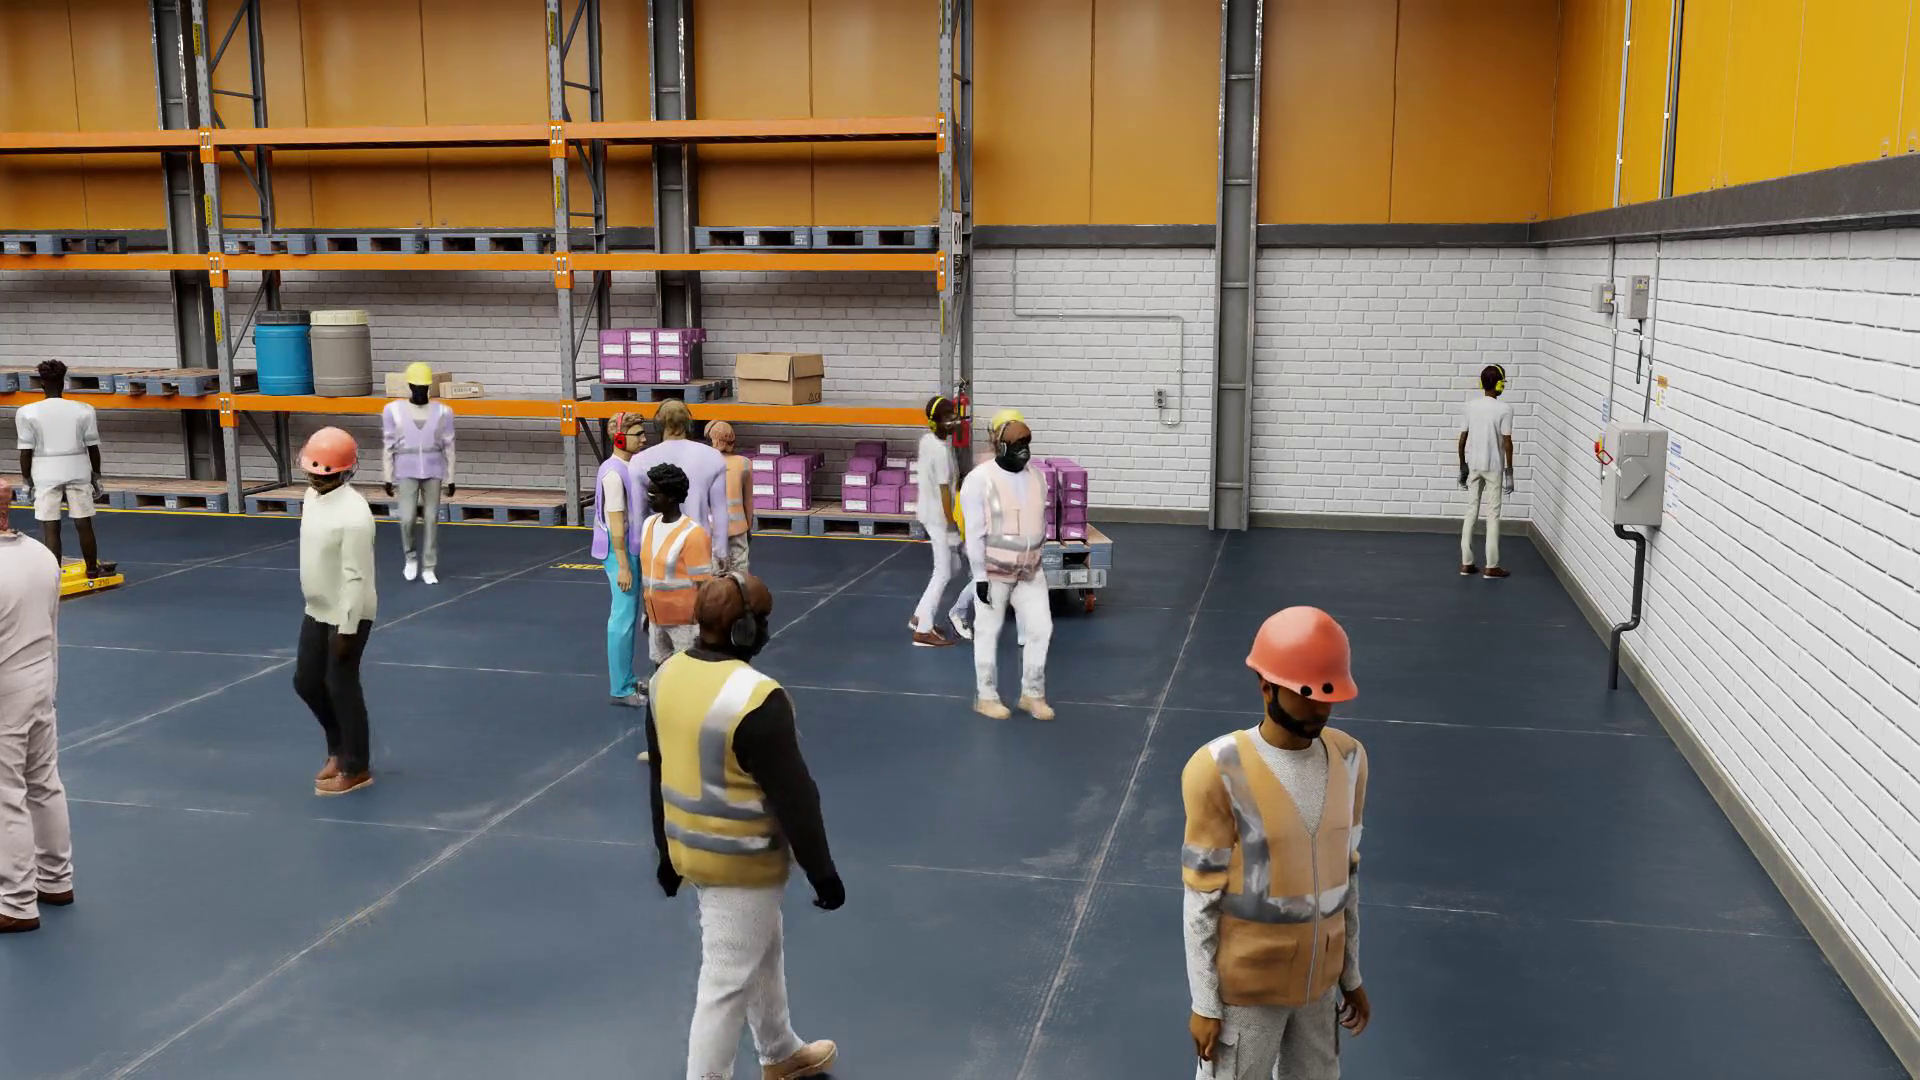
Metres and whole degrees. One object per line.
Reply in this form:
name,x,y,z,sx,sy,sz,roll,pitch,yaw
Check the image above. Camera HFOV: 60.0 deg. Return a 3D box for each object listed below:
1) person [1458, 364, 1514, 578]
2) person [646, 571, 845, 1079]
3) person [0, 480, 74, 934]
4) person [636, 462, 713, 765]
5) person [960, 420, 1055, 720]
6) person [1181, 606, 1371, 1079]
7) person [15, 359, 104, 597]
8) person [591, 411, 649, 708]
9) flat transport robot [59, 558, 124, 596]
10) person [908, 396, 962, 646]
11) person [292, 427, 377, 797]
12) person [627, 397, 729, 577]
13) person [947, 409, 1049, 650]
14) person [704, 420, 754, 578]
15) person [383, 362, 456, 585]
person,4.615,-0.599,14.577,0.309,1.863,0.534,-9,13,-42
person,-0.598,0.993,5.290,0.790,1.818,0.634,-7,12,-36
person,-3.998,0.678,6.902,0.400,1.904,0.665,0,10,2
person,-1.547,0.420,9.029,0.535,1.699,0.322,9,13,42
person,0.311,0.198,9.955,0.622,1.825,0.625,-6,11,-31
person,0.822,1.112,4.241,0.543,1.934,0.368,-5,11,-26
person,-7.432,-0.512,13.757,0.613,1.963,0.362,-7,12,-36
person,-2.098,0.117,10.387,0.383,1.845,0.570,-1,10,-5
flat transport robot,-7.889,0.280,14.080,1.431,0.197,0.652,4,10,21
person,-0.148,-0.123,11.882,0.380,1.829,0.631,-1,10,-8
person,-3.218,0.382,8.548,0.681,1.944,0.423,8,13,40
person,-1.795,0.071,10.451,0.643,1.940,0.494,-5,11,-28
person,0.261,-0.091,11.952,0.506,1.731,0.792,-9,13,-44
person,-1.700,-0.041,11.932,0.521,1.640,0.307,-8,12,-39
person,-4.589,-0.563,14.183,0.597,1.914,0.417,-4,11,-24
